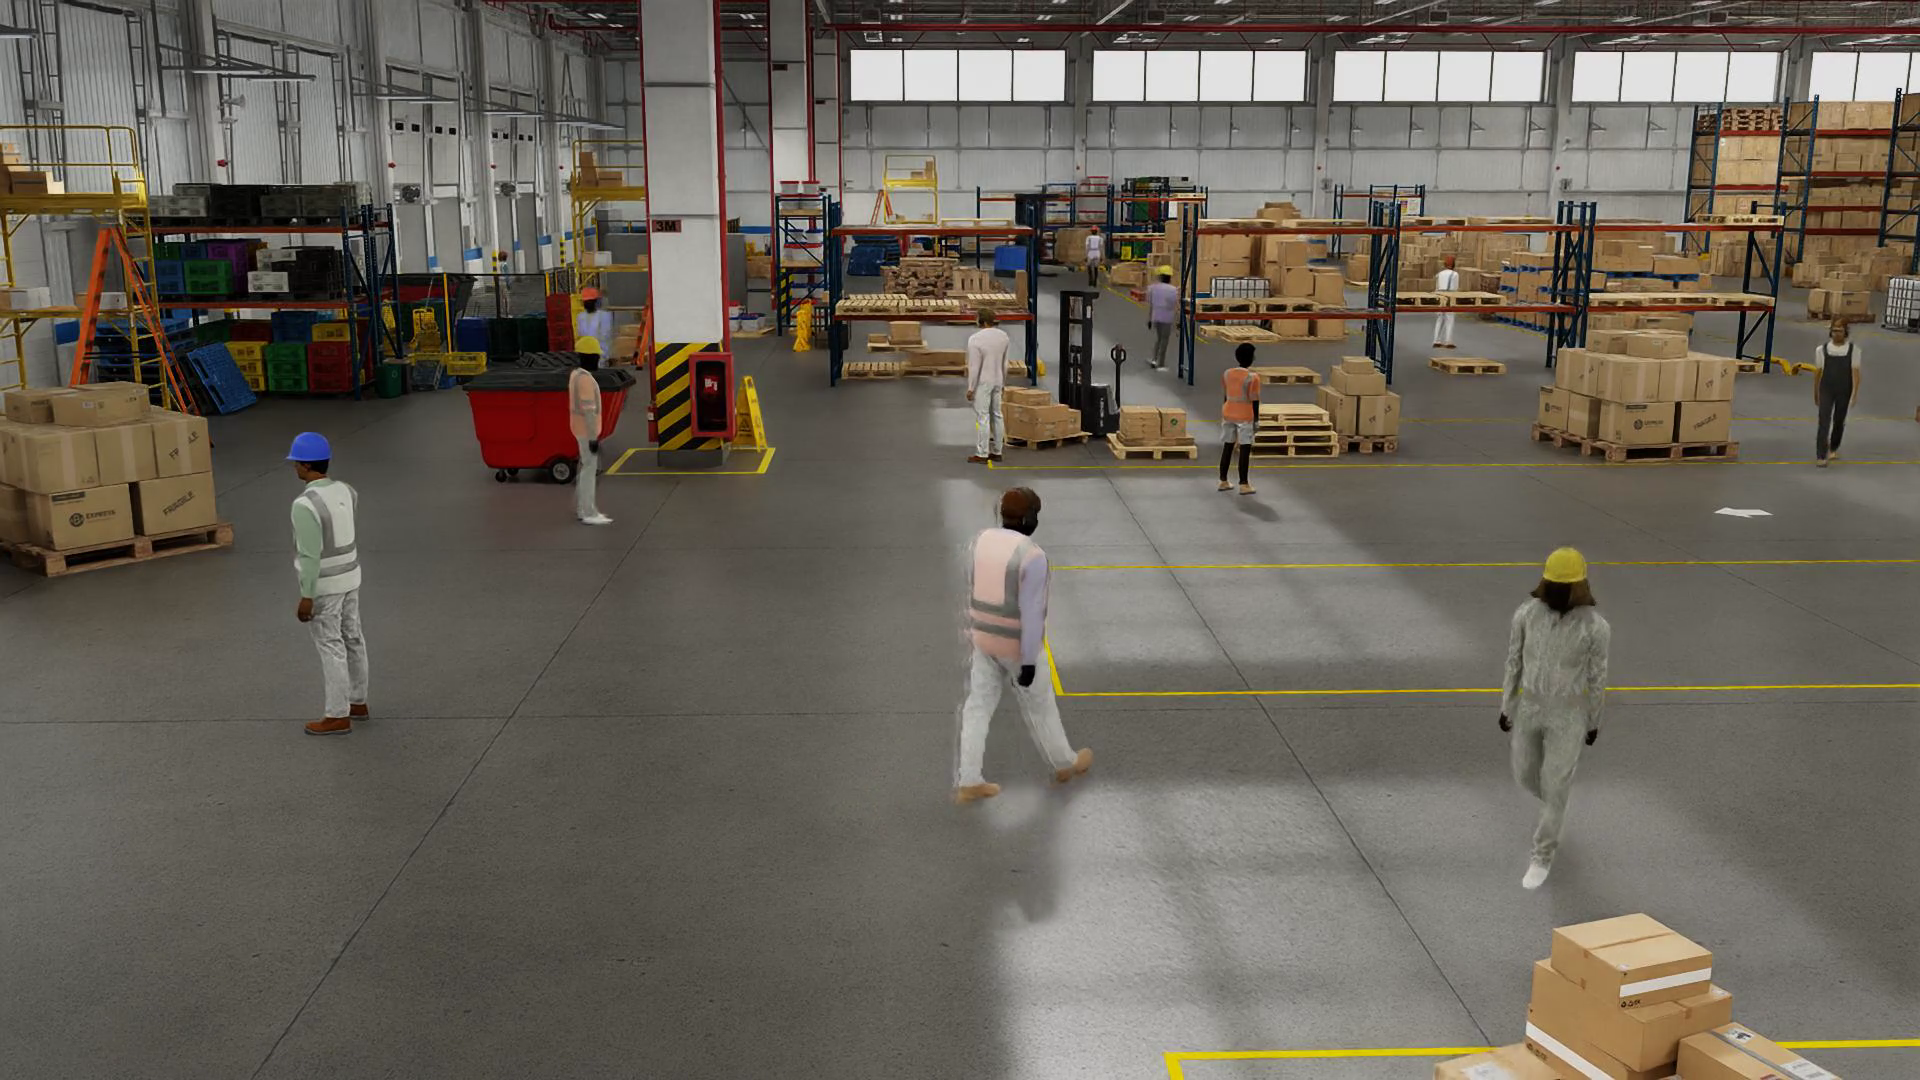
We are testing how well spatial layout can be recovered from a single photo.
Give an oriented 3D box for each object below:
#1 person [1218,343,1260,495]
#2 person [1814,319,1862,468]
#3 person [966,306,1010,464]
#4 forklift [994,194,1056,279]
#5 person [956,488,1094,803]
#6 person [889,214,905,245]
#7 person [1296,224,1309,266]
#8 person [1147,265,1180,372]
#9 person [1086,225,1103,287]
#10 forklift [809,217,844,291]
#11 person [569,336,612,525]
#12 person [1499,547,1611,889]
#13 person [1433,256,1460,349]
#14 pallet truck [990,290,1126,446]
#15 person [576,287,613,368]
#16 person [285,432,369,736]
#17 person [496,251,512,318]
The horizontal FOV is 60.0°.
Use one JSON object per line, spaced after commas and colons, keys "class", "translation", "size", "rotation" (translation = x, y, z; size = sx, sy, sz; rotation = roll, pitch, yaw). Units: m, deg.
{"class": "person", "translation": [3.127, -1.352, 18.548], "size": [0.322, 1.689, 0.532], "rotation": [-11, 16, -40]}
{"class": "person", "translation": [10.747, -1.825, 20.435], "size": [0.508, 1.803, 0.958], "rotation": [6, 14, 26]}
{"class": "person", "translation": [0.327, -1.899, 20.439], "size": [0.630, 1.940, 0.372], "rotation": [-12, 17, -43]}
{"class": "forklift", "translation": [2.171, -10.229, 55.907], "size": [1.873, 2.768, 1.129], "rotation": [-7, 14, -29]}
{"class": "person", "translation": [0.332, 0.587, 9.550], "size": [0.946, 1.787, 0.624], "rotation": [-11, 17, -41]}
{"class": "person", "translation": [-2.526, -11.987, 66.112], "size": [0.697, 1.895, 0.475], "rotation": [-7, 14, -29]}
{"class": "person", "translation": [11.024, -9.328, 54.123], "size": [1.084, 1.881, 0.629], "rotation": [9, 15, 35]}
{"class": "person", "translation": [3.673, -3.970, 29.871], "size": [0.470, 1.906, 0.591], "rotation": [-12, 17, -43]}
{"class": "person", "translation": [4.193, -8.902, 52.103], "size": [0.565, 1.912, 0.660], "rotation": [-1, 13, -4]}
{"class": "forklift", "translation": [-4.375, -8.619, 48.637], "size": [1.873, 2.768, 1.129], "rotation": [0, 12, -2]}
{"class": "person", "translation": [-3.764, -1.114, 16.926], "size": [0.386, 1.922, 0.593], "rotation": [-5, 13, -20]}
{"class": "person", "translation": [3.044, 0.855, 8.491], "size": [0.491, 1.722, 0.714], "rotation": [10, 16, 38]}
{"class": "person", "translation": [9.873, -4.813, 33.745], "size": [0.353, 1.875, 0.574], "rotation": [-6, 14, -27]}
{"class": "pallet truck", "translation": [1.257, -2.299, 22.111], "size": [1.885, 1.965, 0.823], "rotation": [-9, 15, -35]}
{"class": "person", "translation": [-5.304, -2.692, 24.044], "size": [0.576, 1.921, 0.416], "rotation": [6, 14, 24]}
{"class": "person", "translation": [-4.032, 0.277, 10.591], "size": [0.396, 1.949, 0.602], "rotation": [2, 13, 9]}
{"class": "person", "translation": [-11.210, -6.259, 40.833], "size": [0.312, 1.633, 0.519], "rotation": [-10, 16, -38]}
